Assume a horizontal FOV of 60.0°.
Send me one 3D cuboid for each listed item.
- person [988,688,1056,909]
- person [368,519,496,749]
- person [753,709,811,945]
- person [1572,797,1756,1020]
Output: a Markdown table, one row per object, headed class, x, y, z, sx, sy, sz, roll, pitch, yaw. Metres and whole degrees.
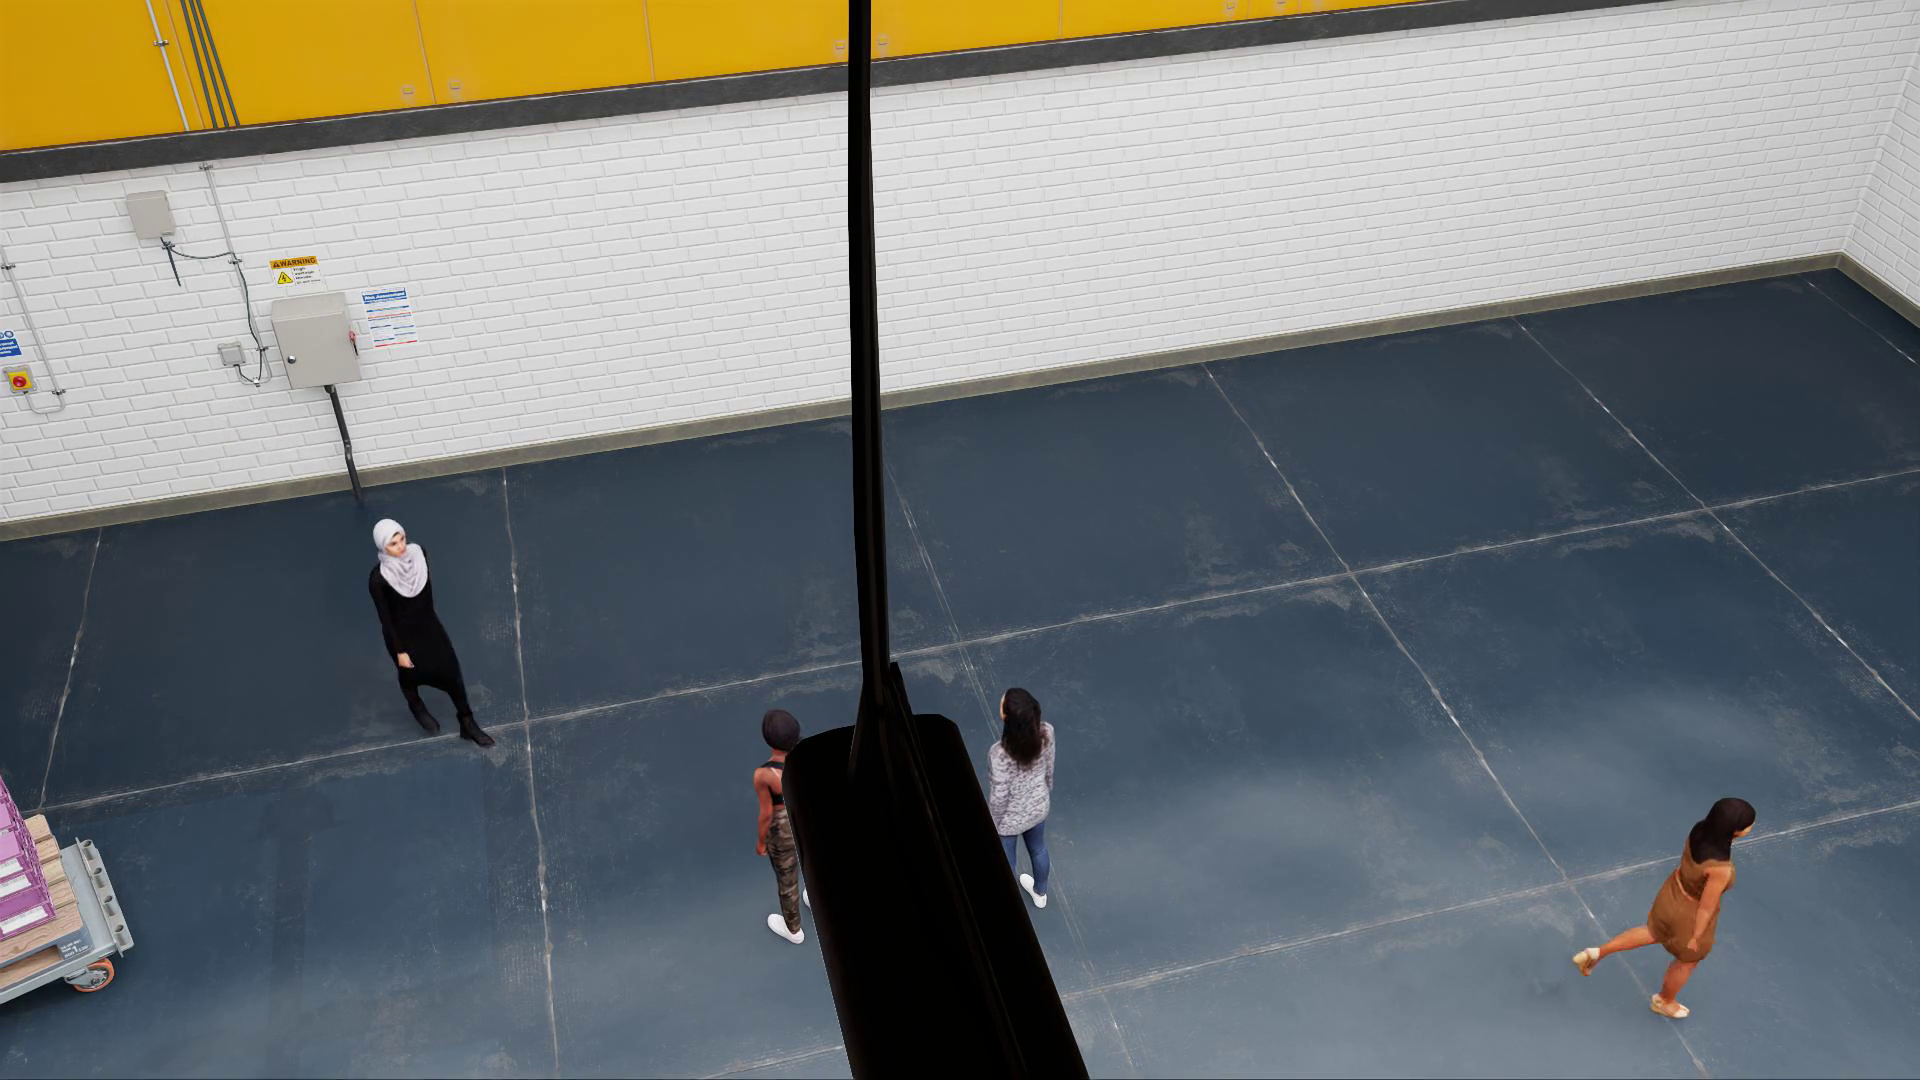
| class | x | y | z | sx | sy | sz | roll | pitch | yaw |
| --- | --- | --- | --- | --- | --- | --- | --- | --- | --- |
| person | 0.326 | 1.491 | 9.283 | 0.689 | 1.732 | 0.657 | -26 | 45 | -29 |
| person | -3.493 | 0.559 | 10.434 | 1.016 | 1.753 | 0.903 | 28 | 46 | 30 |
| person | -0.938 | 1.578 | 9.200 | 0.656 | 1.699 | 0.662 | -30 | 48 | -32 |
| person | 3.741 | 1.948 | 8.758 | 0.832 | 1.672 | 0.921 | 5 | 39 | 6 |
